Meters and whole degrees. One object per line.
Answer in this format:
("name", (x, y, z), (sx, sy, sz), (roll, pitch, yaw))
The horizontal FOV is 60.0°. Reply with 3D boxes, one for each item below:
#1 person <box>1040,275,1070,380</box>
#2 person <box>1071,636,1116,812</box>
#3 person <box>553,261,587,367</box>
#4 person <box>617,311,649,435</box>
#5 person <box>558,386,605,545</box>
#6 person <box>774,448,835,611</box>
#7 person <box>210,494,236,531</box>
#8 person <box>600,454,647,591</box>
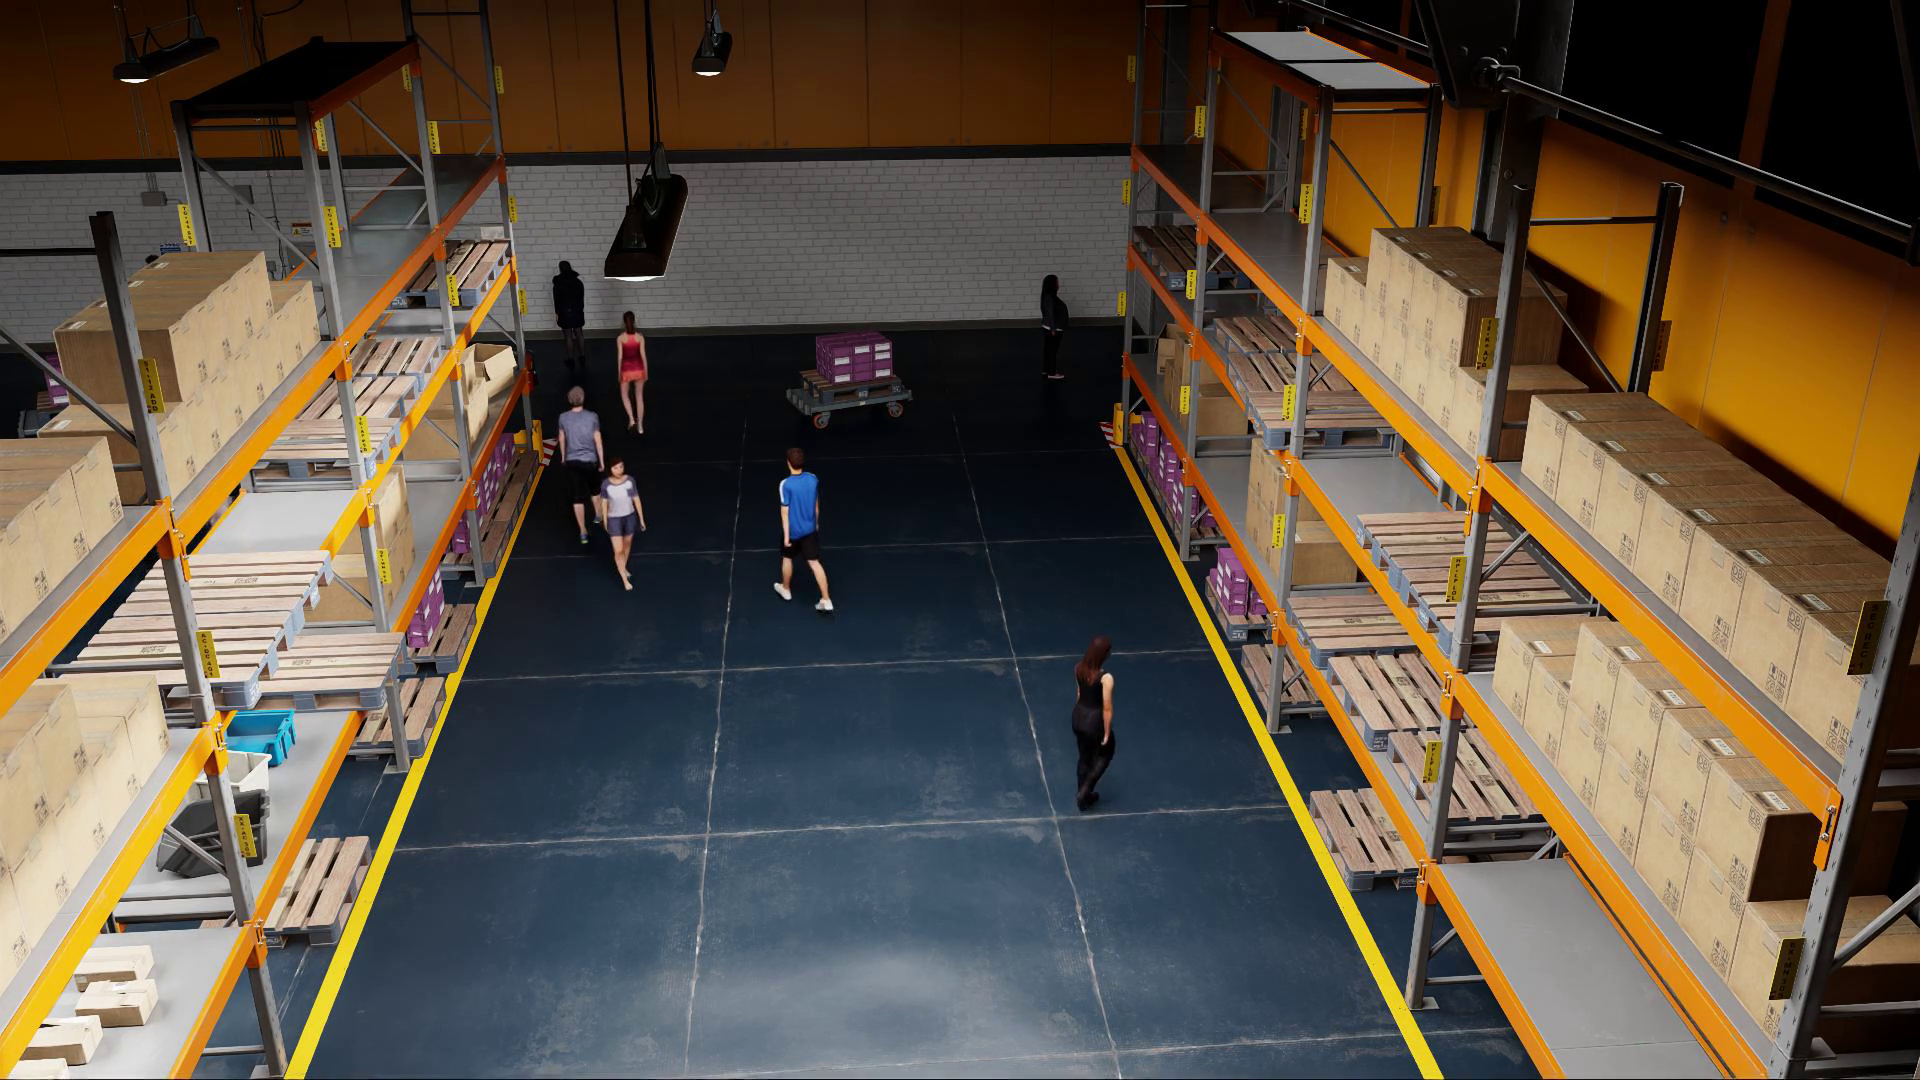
("person", (1.412, -3.278, 25.511), (0.757, 1.600, 0.628), (-5, 24, -11))
("person", (1.081, 1.612, 14.230), (0.770, 1.676, 0.830), (19, 30, 37))
("person", (-6.104, -3.561, 26.068), (0.788, 1.672, 0.817), (-16, 28, -33))
("person", (-4.544, -2.293, 23.083), (0.644, 1.741, 0.710), (-7, 25, -16))
("person", (-4.475, -0.858, 19.665), (0.687, 1.850, 1.096), (-3, 24, -7))
("person", (-1.663, -0.072, 17.899), (1.123, 1.822, 1.331), (-17, 29, -34))
("person", (-7.411, 0.357, 17.026), (0.636, 1.736, 0.808), (1, 24, 2))
("person", (-3.829, -0.261, 18.692), (0.820, 1.534, 1.009), (-14, 27, -29))
